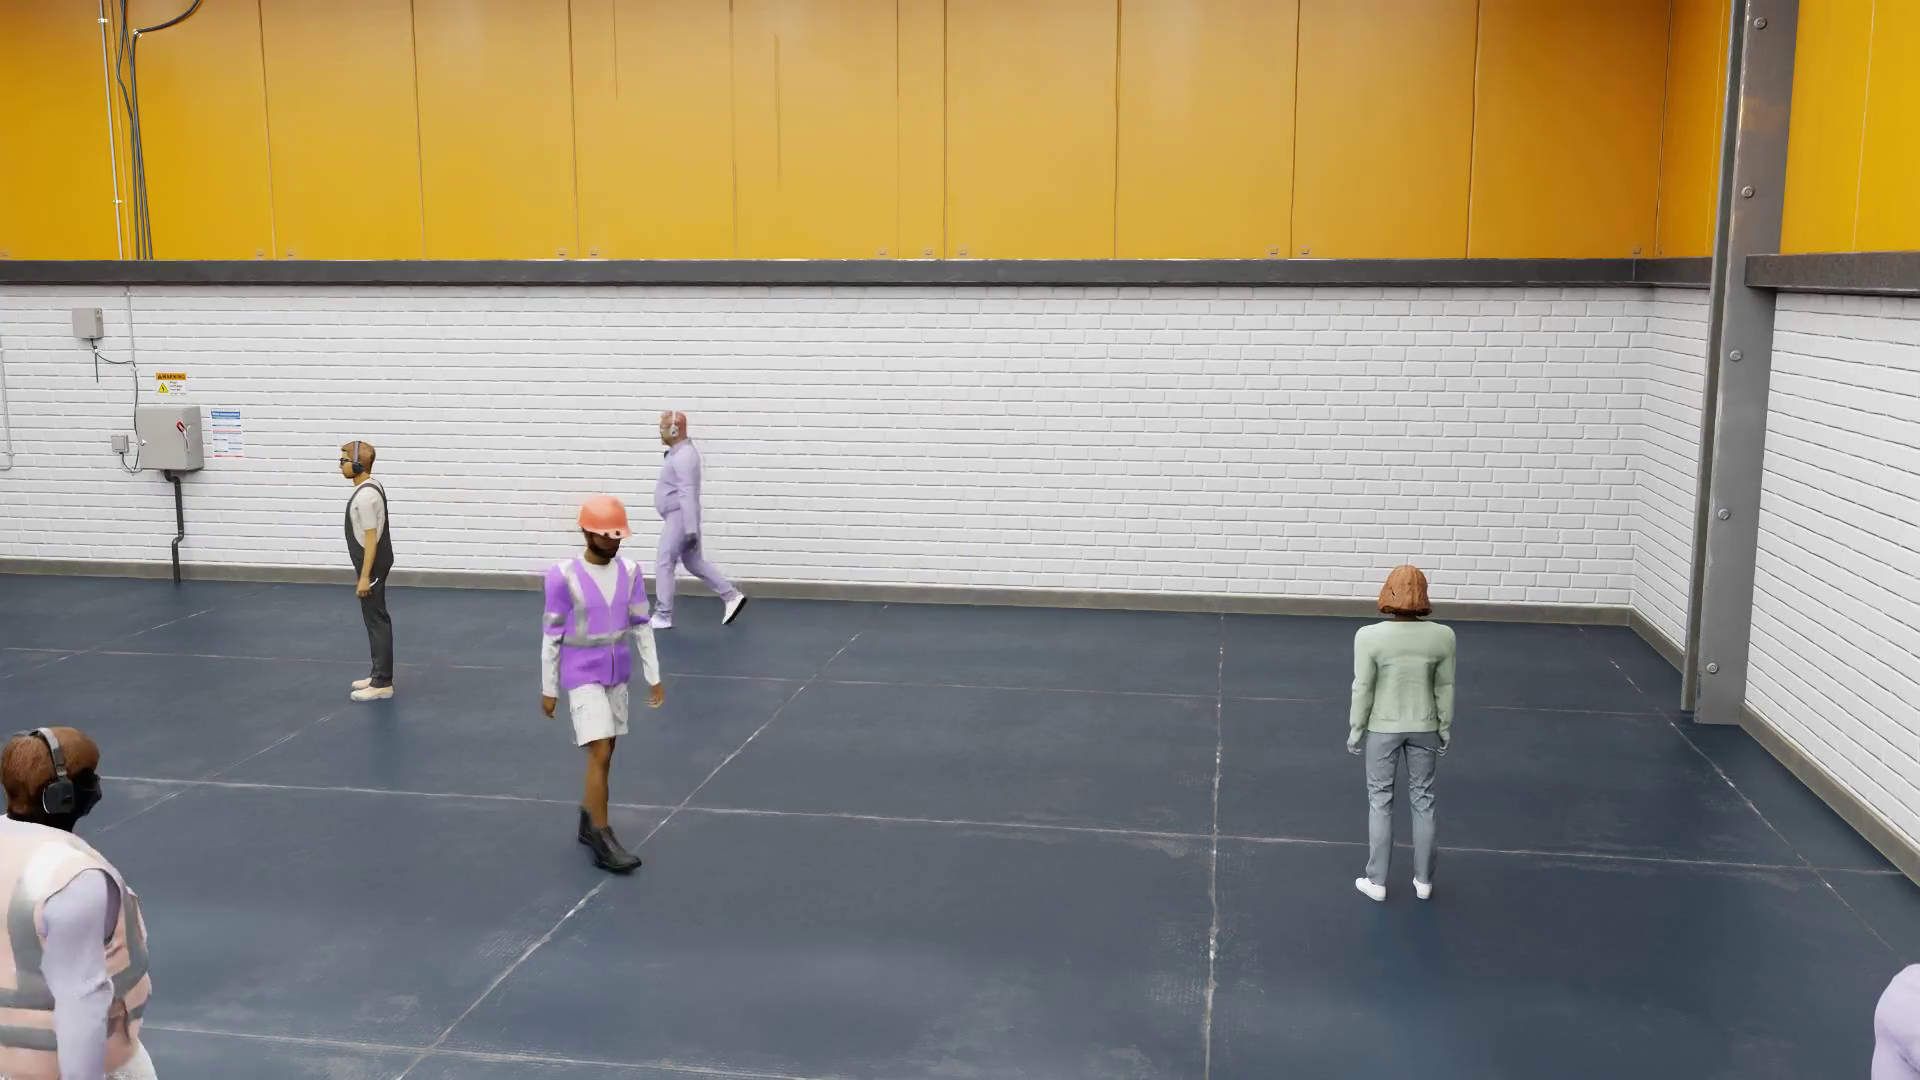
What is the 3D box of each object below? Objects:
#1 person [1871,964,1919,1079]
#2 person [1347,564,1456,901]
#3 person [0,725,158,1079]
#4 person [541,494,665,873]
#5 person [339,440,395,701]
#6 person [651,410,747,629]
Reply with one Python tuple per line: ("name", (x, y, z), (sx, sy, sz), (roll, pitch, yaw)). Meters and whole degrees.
("person", (2.173, 1.530, 3.374), (0.636, 1.938, 0.358), (8, 12, 42))
("person", (2.124, 0.929, 8.020), (0.508, 1.632, 0.265), (-1, 9, -3))
("person", (-2.527, 1.396, 4.640), (0.635, 1.801, 0.938), (6, 11, 34))
("person", (-1.803, 0.711, 8.510), (0.702, 1.903, 0.567), (8, 12, 42))
("person", (-4.197, 0.213, 11.783), (0.347, 1.847, 0.505), (-2, 9, -14))
("person", (-2.284, -0.169, 14.087), (0.891, 1.875, 0.639), (-1, 9, -5))
